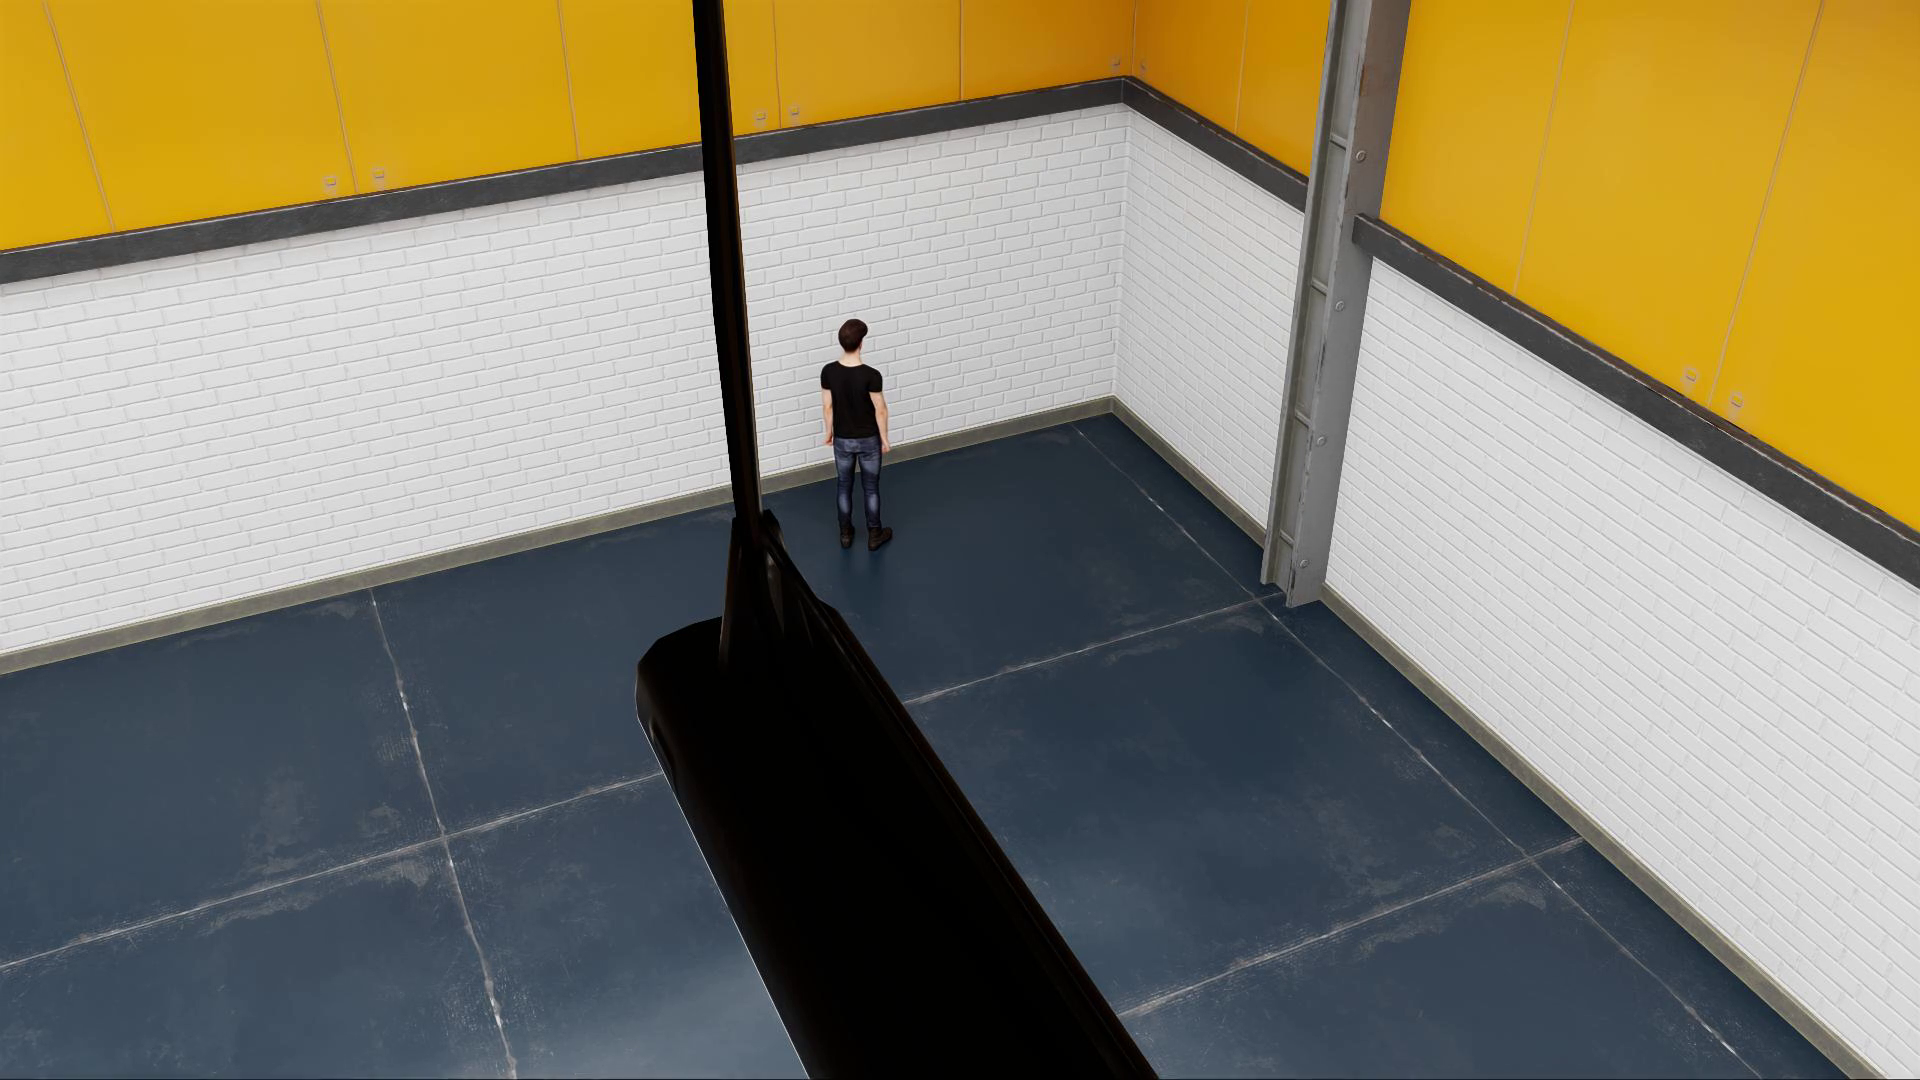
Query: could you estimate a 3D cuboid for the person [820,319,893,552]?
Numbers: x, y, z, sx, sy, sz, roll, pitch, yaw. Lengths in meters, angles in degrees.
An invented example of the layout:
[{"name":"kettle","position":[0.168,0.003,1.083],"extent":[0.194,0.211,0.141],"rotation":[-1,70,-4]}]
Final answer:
[{"name":"person","position":[-0.787,-0.779,12.591],"extent":[0.760,1.896,0.788],"rotation":[7,34,11]}]
